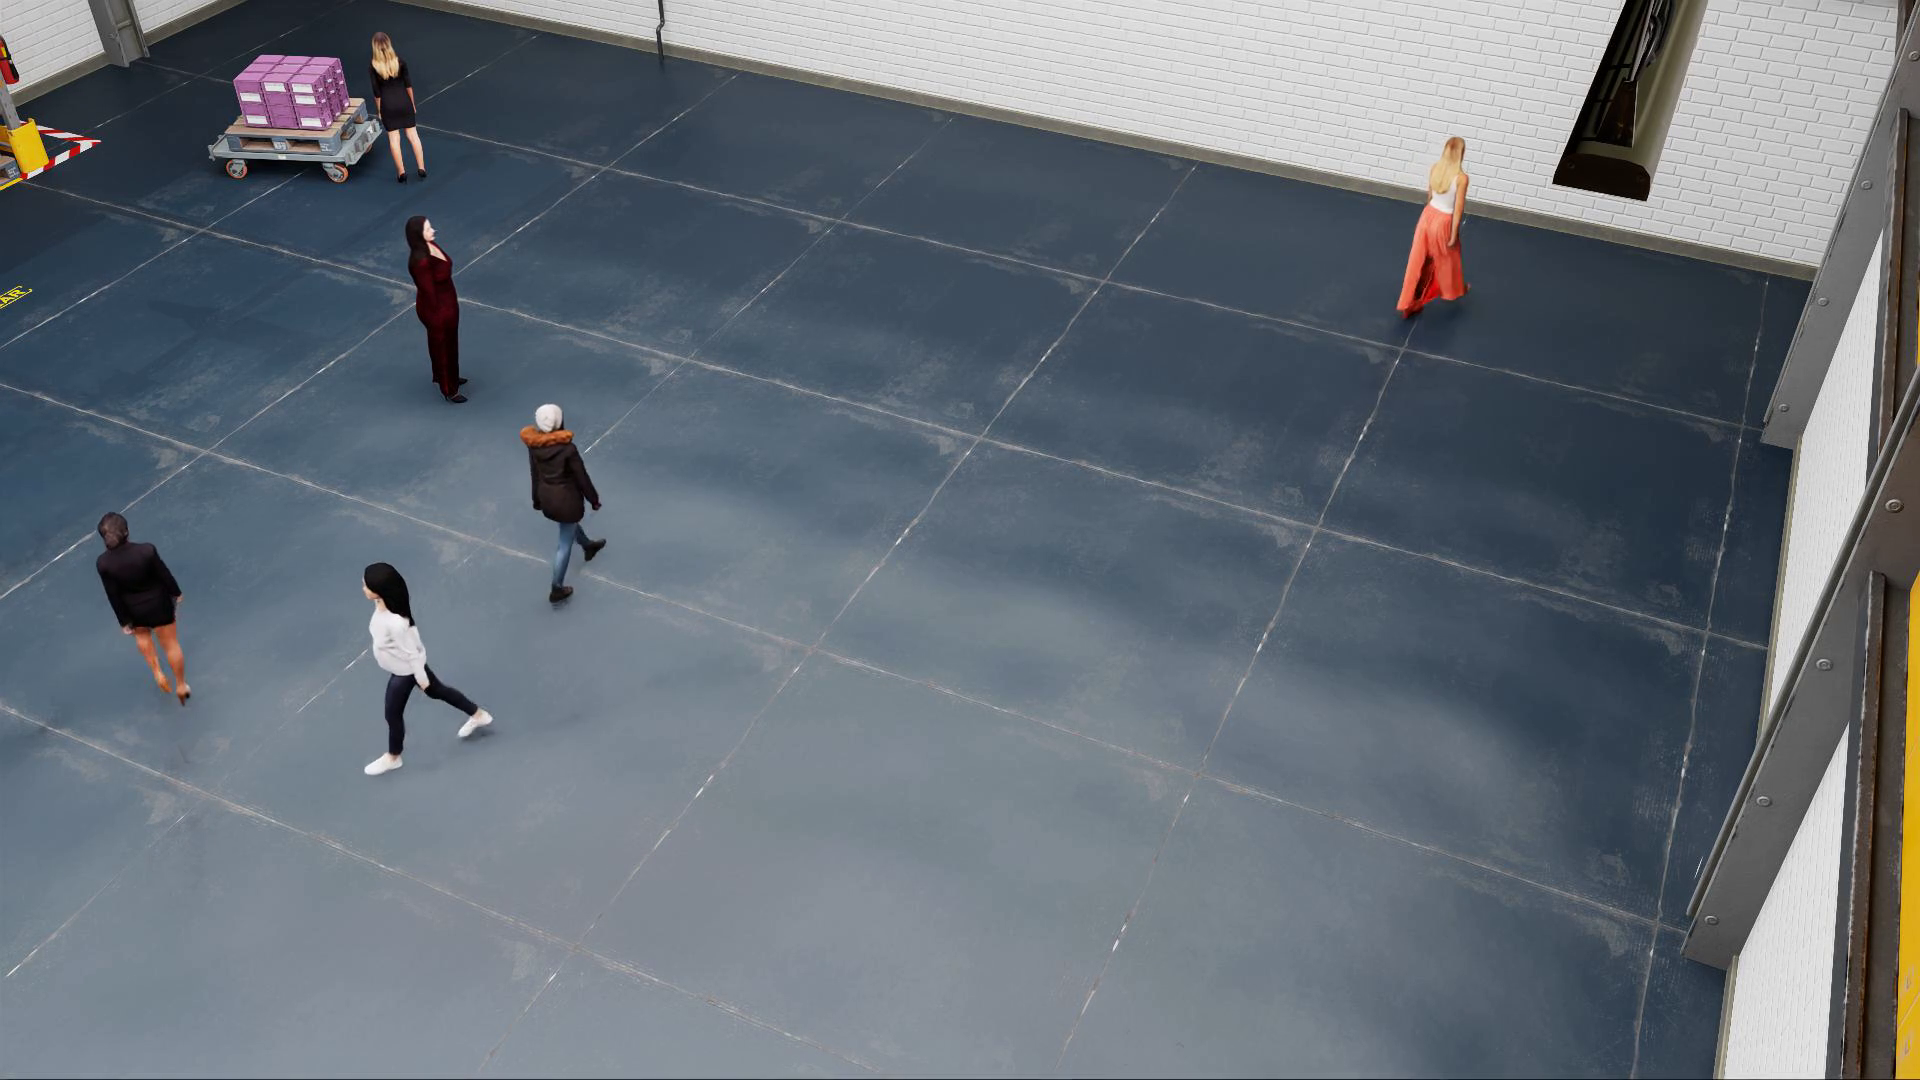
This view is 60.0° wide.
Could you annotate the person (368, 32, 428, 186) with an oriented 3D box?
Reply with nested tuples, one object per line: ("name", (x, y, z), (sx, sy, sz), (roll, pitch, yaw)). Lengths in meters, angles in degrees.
("person", (-6.033, -4.621, 17.801), (0.581, 1.677, 0.668), (-18, 42, -21))

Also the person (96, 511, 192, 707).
("person", (-5.552, 0.522, 11.401), (0.717, 1.629, 0.777), (-15, 41, -18))

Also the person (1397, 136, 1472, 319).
("person", (4.395, -2.880, 15.548), (1.235, 1.769, 1.043), (-22, 44, -25))

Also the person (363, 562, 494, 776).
("person", (-3.572, 0.806, 11.022), (1.199, 1.657, 1.066), (-17, 42, -20))

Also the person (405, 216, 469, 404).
("person", (-4.563, -2.023, 14.485), (0.821, 1.757, 0.735), (-8, 39, -9))

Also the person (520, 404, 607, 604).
("person", (-3.004, -0.257, 12.402), (0.645, 1.595, 1.030), (16, 41, 19))
